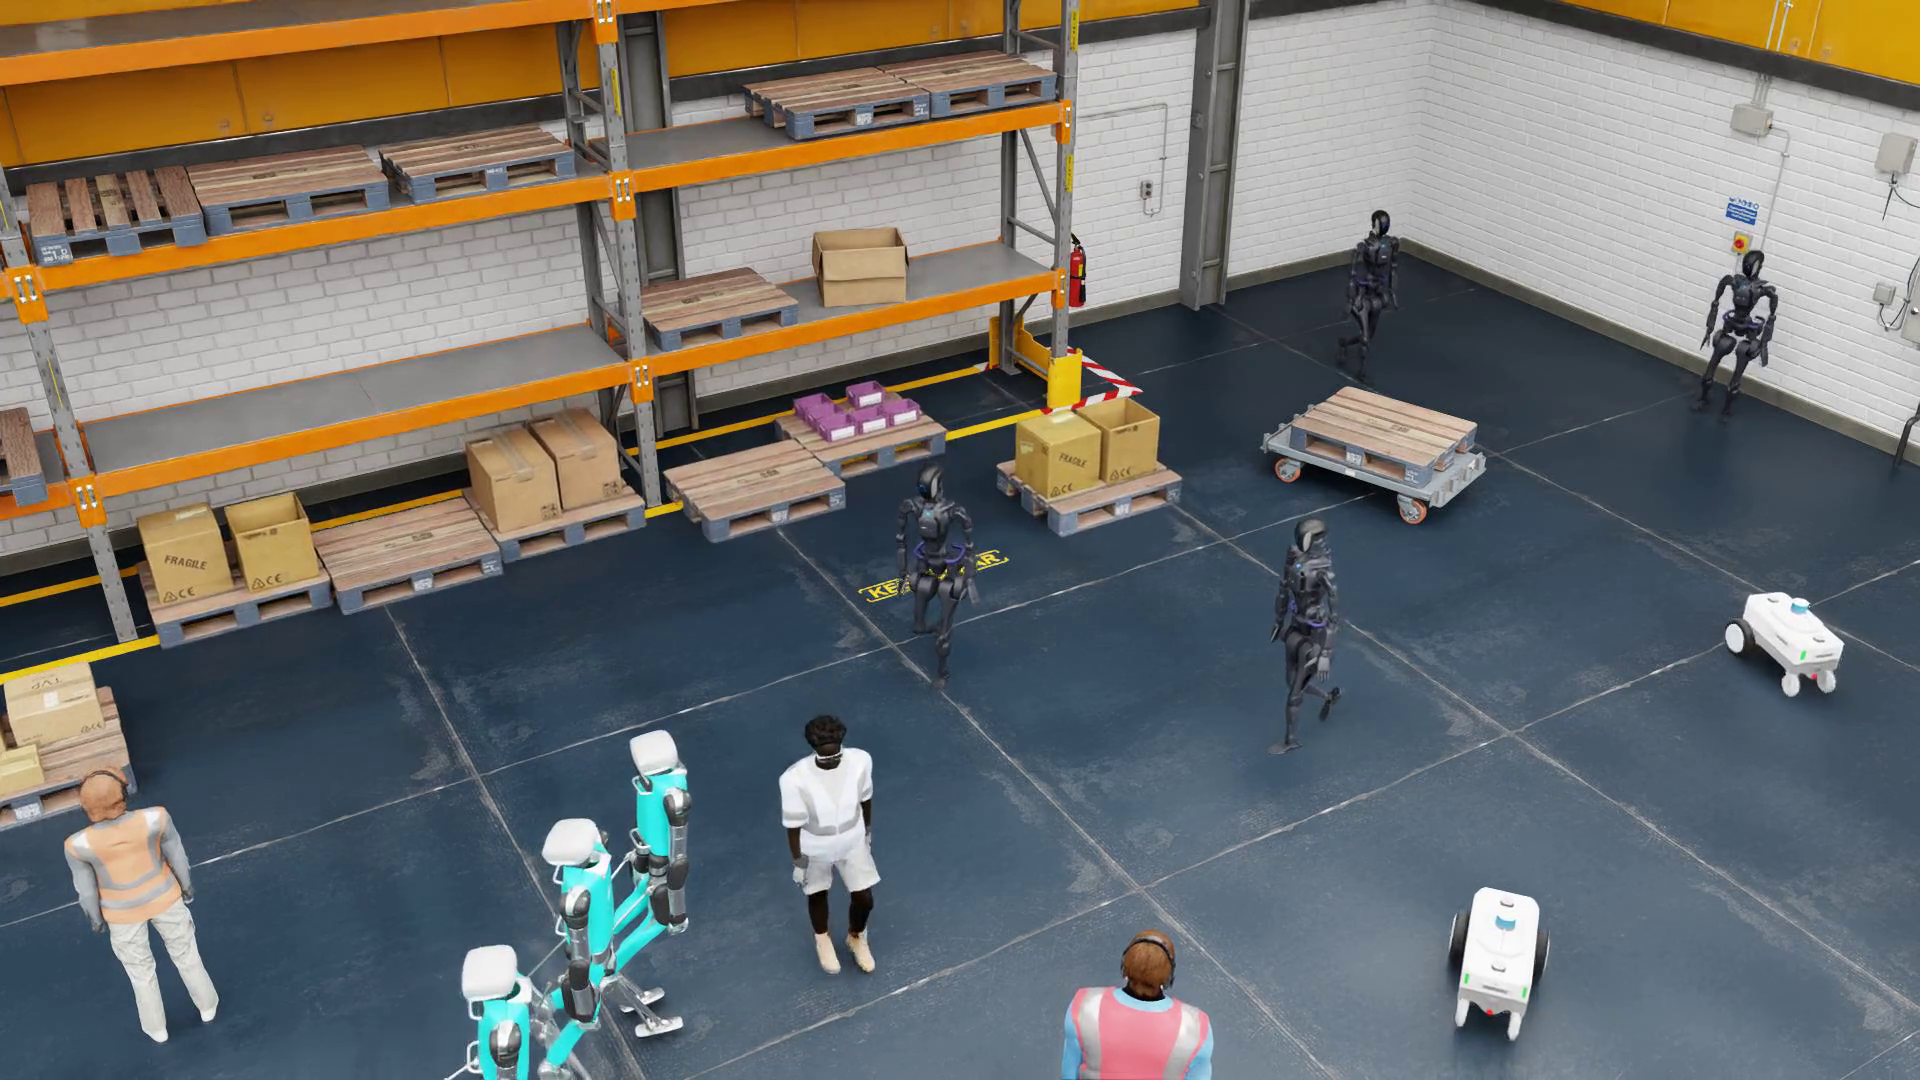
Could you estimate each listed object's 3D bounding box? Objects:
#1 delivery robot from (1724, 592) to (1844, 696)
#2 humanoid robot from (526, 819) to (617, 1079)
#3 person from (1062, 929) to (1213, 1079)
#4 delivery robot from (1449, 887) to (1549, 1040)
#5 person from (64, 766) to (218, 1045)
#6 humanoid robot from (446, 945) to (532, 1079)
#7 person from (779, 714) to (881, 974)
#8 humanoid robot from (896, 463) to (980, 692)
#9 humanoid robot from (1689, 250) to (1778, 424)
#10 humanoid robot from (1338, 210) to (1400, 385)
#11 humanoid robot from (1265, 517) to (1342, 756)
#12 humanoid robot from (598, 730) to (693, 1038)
[{"bbox_3d":[5.724,0.673,11.508,0.499,0.610,0.788,-5,30,-9],"label":"delivery robot"},{"bbox_3d":[-1.901,2.073,7.833,0.665,1.825,0.538,1,29,1],"label":"humanoid robot"},{"bbox_3d":[0.748,2.412,7.122,0.637,1.830,0.429,6,30,10],"label":"person"},{"bbox_3d":[2.846,2.190,8.786,0.499,0.575,0.759,10,31,18],"label":"delivery robot"},{"bbox_3d":[-4.097,1.832,8.337,0.513,1.638,0.310,-19,34,-29],"label":"person"},{"bbox_3d":[-2.137,2.478,7.119,0.945,1.767,0.573,-7,30,-13],"label":"humanoid robot"},{"bbox_3d":[-0.661,1.621,8.678,0.531,1.674,0.486,-11,31,-19],"label":"person"},{"bbox_3d":[-0.116,0.204,11.192,0.605,1.644,0.476,11,31,18],"label":"humanoid robot"},{"bbox_3d":[6.915,-1.810,14.763,0.609,1.639,0.427,25,38,37],"label":"humanoid robot"},{"bbox_3d":[3.836,-2.343,15.737,0.616,1.642,0.739,-13,32,-22],"label":"humanoid robot"},{"bbox_3d":[2.261,0.582,10.524,0.610,1.641,0.611,-12,32,-21],"label":"humanoid robot"},{"bbox_3d":[-1.662,1.759,8.272,0.740,1.698,0.531,-16,33,-26],"label":"humanoid robot"}]
